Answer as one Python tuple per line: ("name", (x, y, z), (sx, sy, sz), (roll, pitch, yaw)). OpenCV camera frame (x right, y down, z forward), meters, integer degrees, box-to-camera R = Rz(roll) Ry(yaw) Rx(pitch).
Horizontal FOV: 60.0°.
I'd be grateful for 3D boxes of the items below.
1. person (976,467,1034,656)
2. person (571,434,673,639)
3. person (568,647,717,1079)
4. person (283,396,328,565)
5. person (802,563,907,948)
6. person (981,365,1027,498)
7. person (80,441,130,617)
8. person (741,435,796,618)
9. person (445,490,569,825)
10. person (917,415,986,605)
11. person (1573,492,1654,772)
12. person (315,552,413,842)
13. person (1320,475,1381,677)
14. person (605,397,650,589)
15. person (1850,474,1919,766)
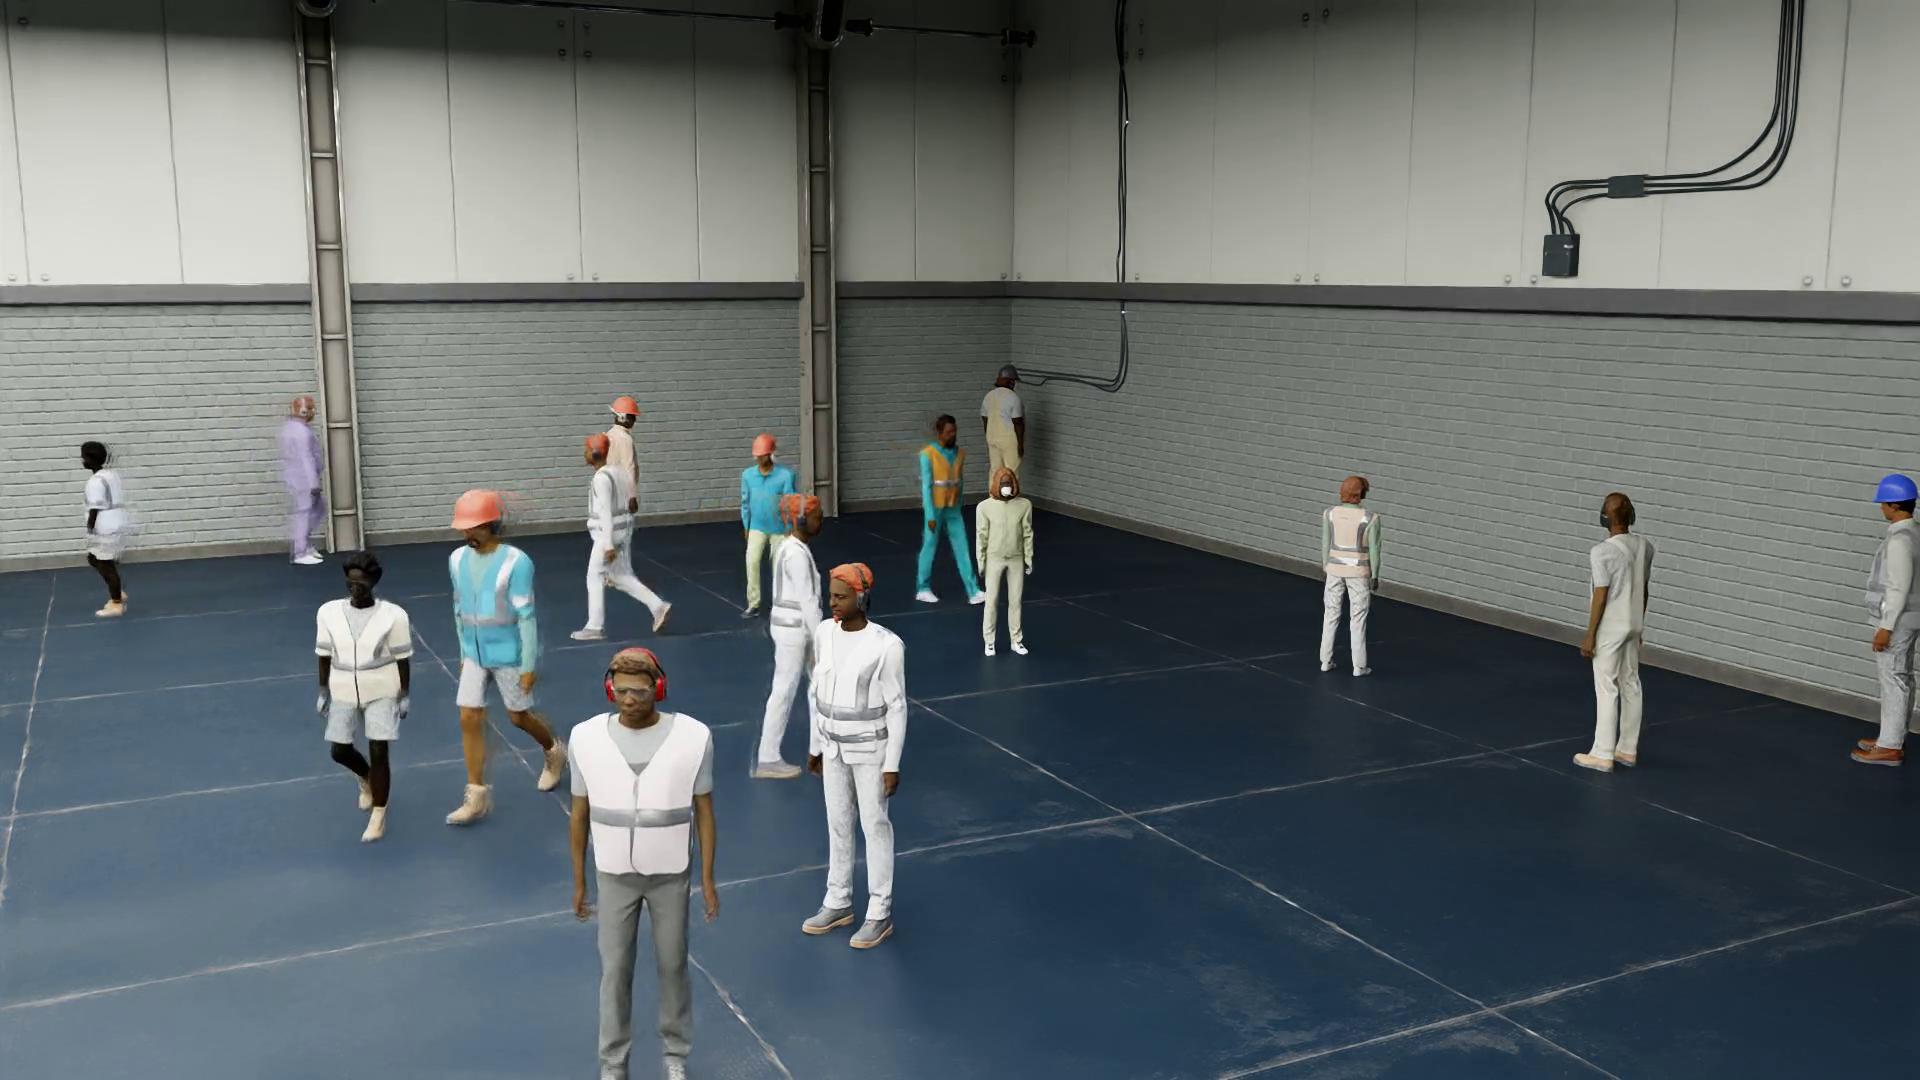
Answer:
("person", (0.383, 0.185, 14.171), (0.500, 1.626, 0.282), (-2, 10, -14))
("person", (-3.038, -0.024, 14.785), (0.829, 1.857, 0.580), (0, 9, -1))
("person", (-1.247, 1.310, 6.561), (0.570, 1.842, 0.384), (-1, 9, -5))
("person", (-7.270, -0.666, 18.575), (0.505, 1.890, 0.680), (-6, 11, -31))
("person", (-0.518, 1.039, 8.113), (0.573, 1.883, 0.357), (7, 12, 38))
("person", (0.639, -1.322, 22.175), (0.537, 2.000, 0.675), (-8, 12, -42))
("person", (-8.114, -0.100, 15.711), (0.379, 1.681, 0.558), (-2, 9, -14))
("person", (-1.829, -0.121, 15.716), (0.582, 1.722, 0.708), (2, 9, 10))
("person", (-2.762, 0.663, 10.094), (0.652, 2.001, 0.998), (4, 10, 23))
("person", (-0.087, -0.277, 16.247), (0.618, 1.874, 0.966), (-8, 13, -42))
("person", (4.296, 0.604, 10.924), (0.507, 1.842, 0.351), (-5, 10, -26))
("person", (-3.439, 0.881, 9.671), (0.551, 1.684, 0.507), (-1, 9, -3))
("person", (3.164, 0.290, 13.515), (0.510, 1.630, 0.316), (7, 12, 37))
("person", (-3.465, -0.480, 17.154), (0.402, 1.985, 0.613), (-6, 11, -32))
("person", (6.215, 0.531, 11.071), (0.402, 1.940, 0.602), (7, 12, 38))
